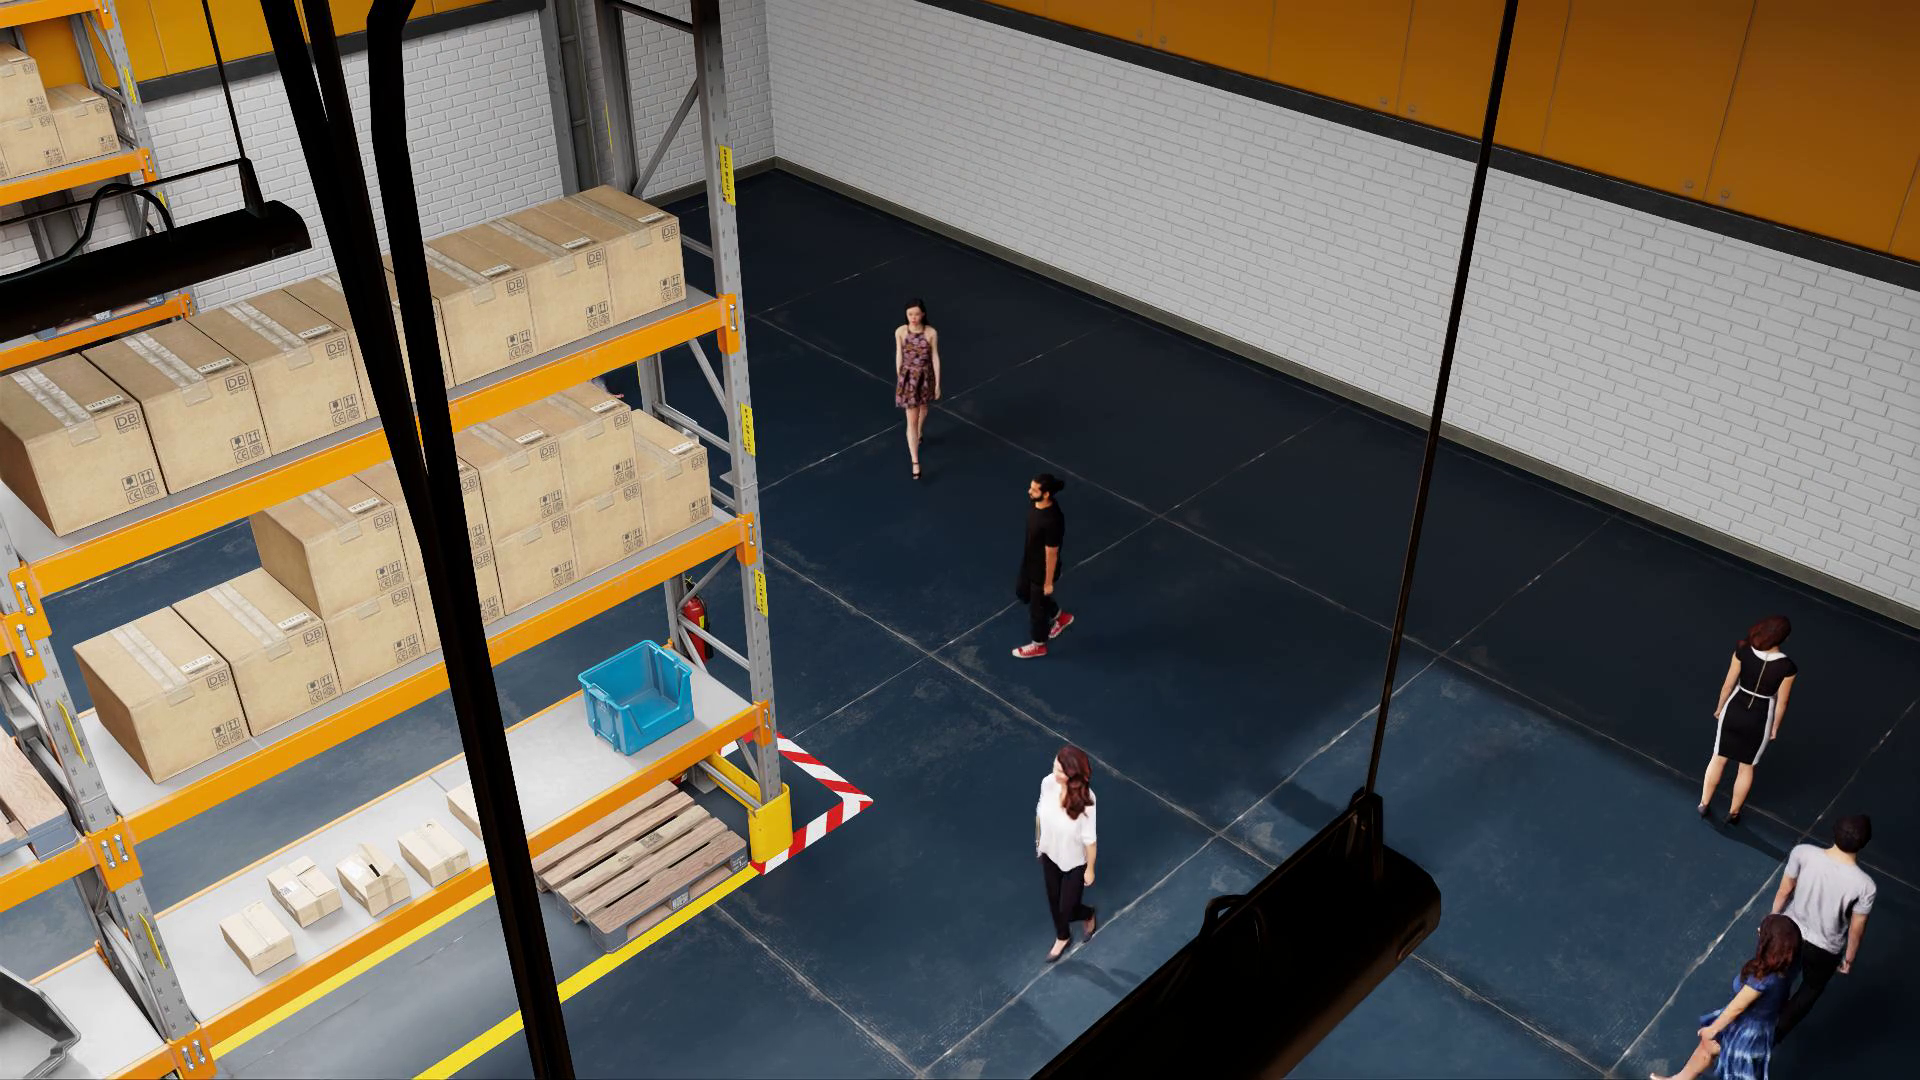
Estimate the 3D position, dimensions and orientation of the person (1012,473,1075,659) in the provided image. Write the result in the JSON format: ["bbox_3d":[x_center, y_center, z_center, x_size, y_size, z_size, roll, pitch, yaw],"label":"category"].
[{"bbox_3d":[0.725,0.189,13.342,0.927,1.750,0.845,-9,35,-13],"label":"person"}]

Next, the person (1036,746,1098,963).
[{"bbox_3d":[0.736,1.986,10.607,0.622,1.785,0.690,27,42,34],"label":"person"}]

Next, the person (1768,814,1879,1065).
[{"bbox_3d":[5.035,2.425,9.926,0.956,1.807,0.715,-26,41,-33],"label":"person"}]

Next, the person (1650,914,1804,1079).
[{"bbox_3d":[4.476,2.841,9.321,0.706,1.785,0.811,27,42,35],"label":"person"}]

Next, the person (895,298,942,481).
[{"bbox_3d":[-0.387,-1.523,15.948,1.110,1.717,1.171,0,34,1],"label":"person"}]

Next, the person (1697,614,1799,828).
[{"bbox_3d":[5.516,1.275,11.667,0.602,1.795,0.535,23,40,30],"label":"person"}]
